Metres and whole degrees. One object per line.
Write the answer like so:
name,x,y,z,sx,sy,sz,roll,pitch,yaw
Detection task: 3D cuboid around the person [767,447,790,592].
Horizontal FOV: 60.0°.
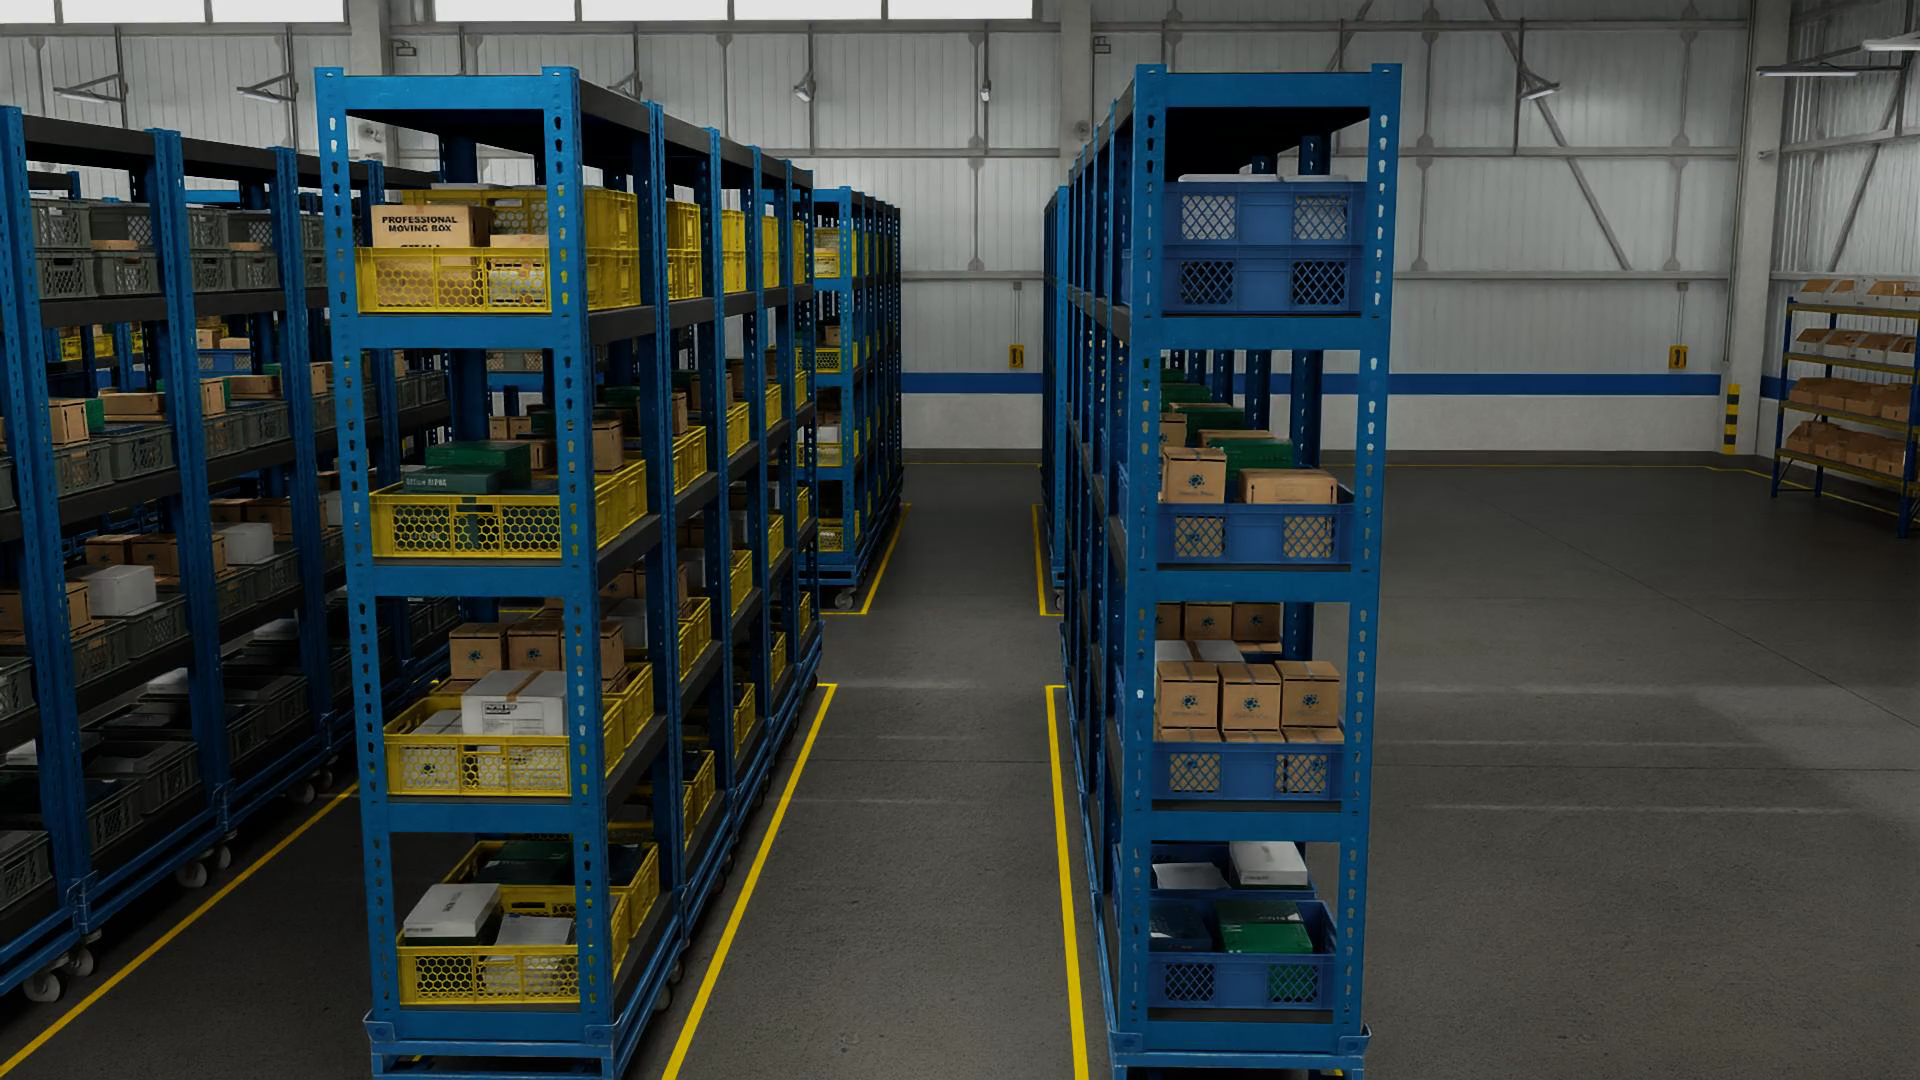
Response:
person,-1.570,0.026,12.477,0.934,1.788,0.602,-3,10,-19
